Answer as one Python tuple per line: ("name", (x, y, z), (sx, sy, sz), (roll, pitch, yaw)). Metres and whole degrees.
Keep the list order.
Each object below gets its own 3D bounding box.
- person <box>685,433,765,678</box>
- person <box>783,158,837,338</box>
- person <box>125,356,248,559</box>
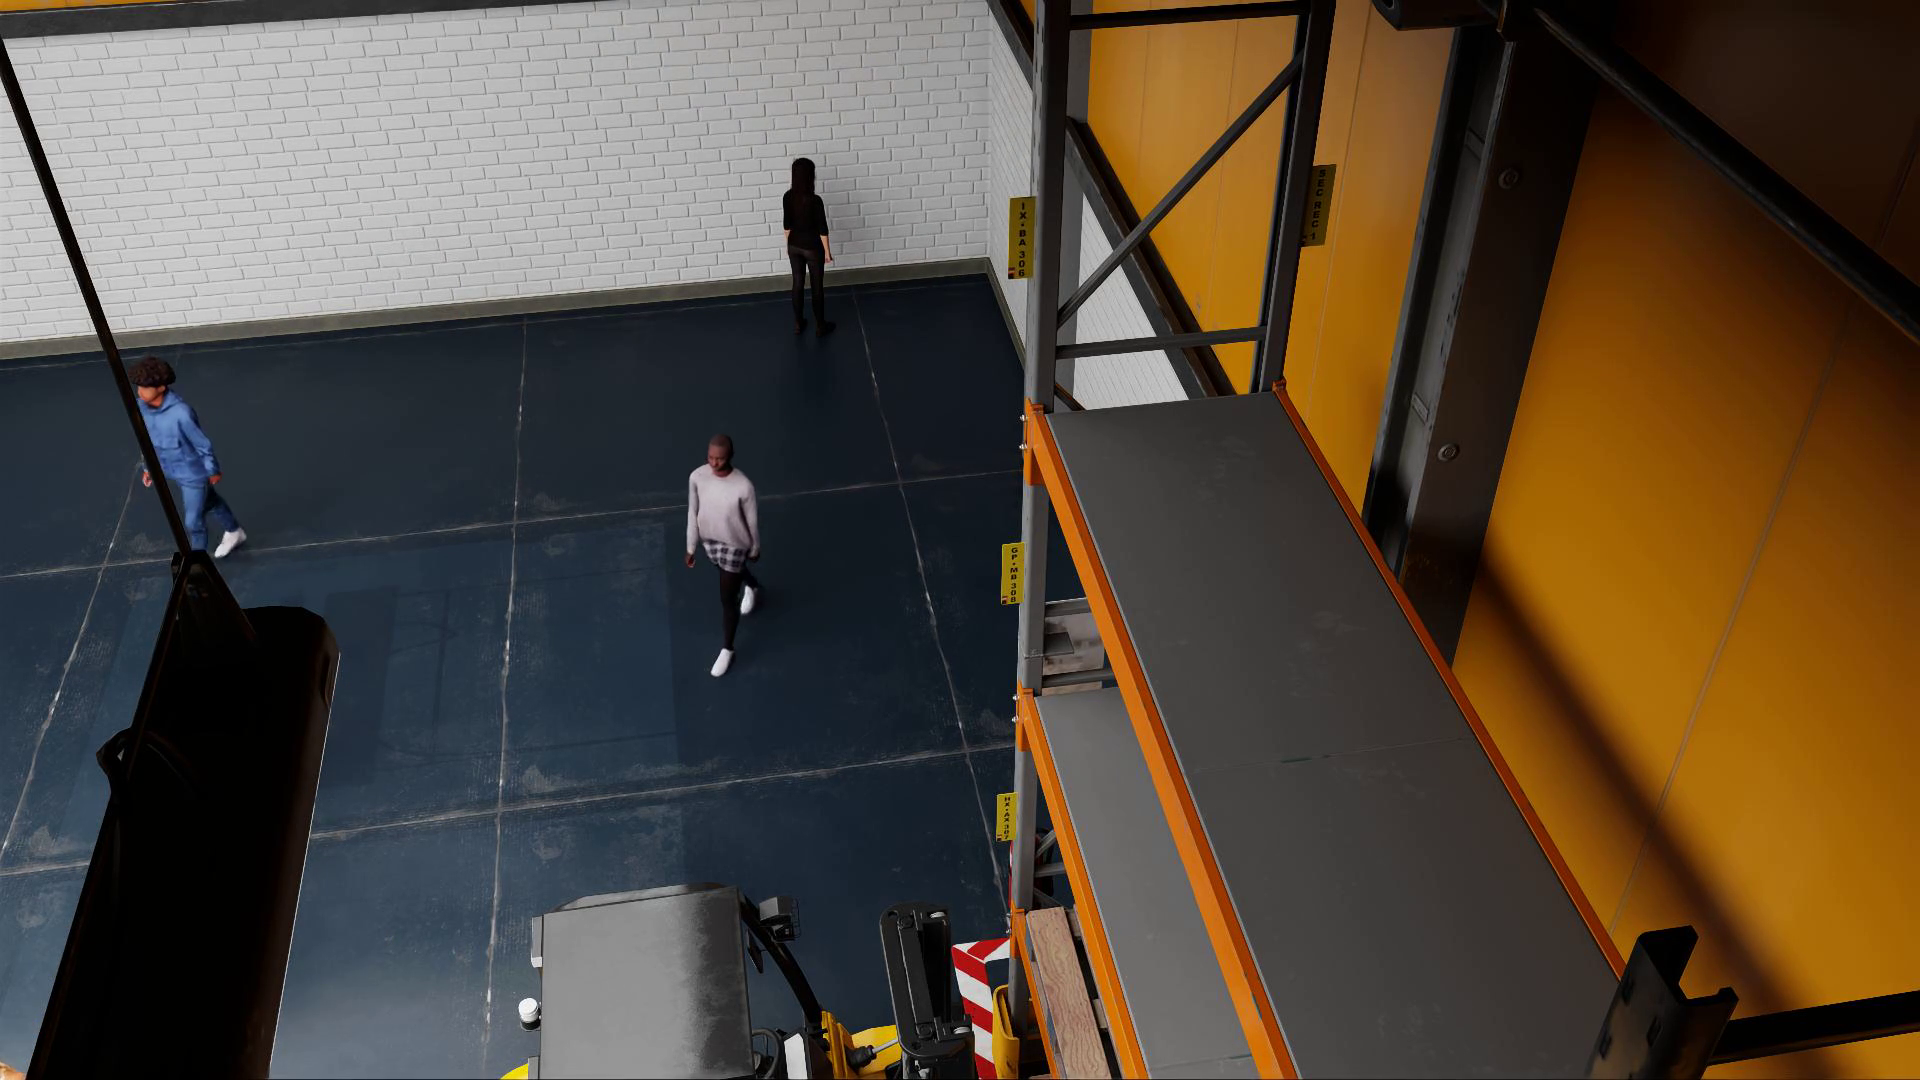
("person", (-1.550, -0.030, 11.286), (1.042, 1.735, 1.248), (14, 41, 17))
("person", (-1.346, -2.547, 14.513), (0.667, 1.641, 0.678), (14, 41, 17))
("person", (-5.489, -0.575, 11.932), (1.040, 1.780, 1.148), (19, 43, 23))
